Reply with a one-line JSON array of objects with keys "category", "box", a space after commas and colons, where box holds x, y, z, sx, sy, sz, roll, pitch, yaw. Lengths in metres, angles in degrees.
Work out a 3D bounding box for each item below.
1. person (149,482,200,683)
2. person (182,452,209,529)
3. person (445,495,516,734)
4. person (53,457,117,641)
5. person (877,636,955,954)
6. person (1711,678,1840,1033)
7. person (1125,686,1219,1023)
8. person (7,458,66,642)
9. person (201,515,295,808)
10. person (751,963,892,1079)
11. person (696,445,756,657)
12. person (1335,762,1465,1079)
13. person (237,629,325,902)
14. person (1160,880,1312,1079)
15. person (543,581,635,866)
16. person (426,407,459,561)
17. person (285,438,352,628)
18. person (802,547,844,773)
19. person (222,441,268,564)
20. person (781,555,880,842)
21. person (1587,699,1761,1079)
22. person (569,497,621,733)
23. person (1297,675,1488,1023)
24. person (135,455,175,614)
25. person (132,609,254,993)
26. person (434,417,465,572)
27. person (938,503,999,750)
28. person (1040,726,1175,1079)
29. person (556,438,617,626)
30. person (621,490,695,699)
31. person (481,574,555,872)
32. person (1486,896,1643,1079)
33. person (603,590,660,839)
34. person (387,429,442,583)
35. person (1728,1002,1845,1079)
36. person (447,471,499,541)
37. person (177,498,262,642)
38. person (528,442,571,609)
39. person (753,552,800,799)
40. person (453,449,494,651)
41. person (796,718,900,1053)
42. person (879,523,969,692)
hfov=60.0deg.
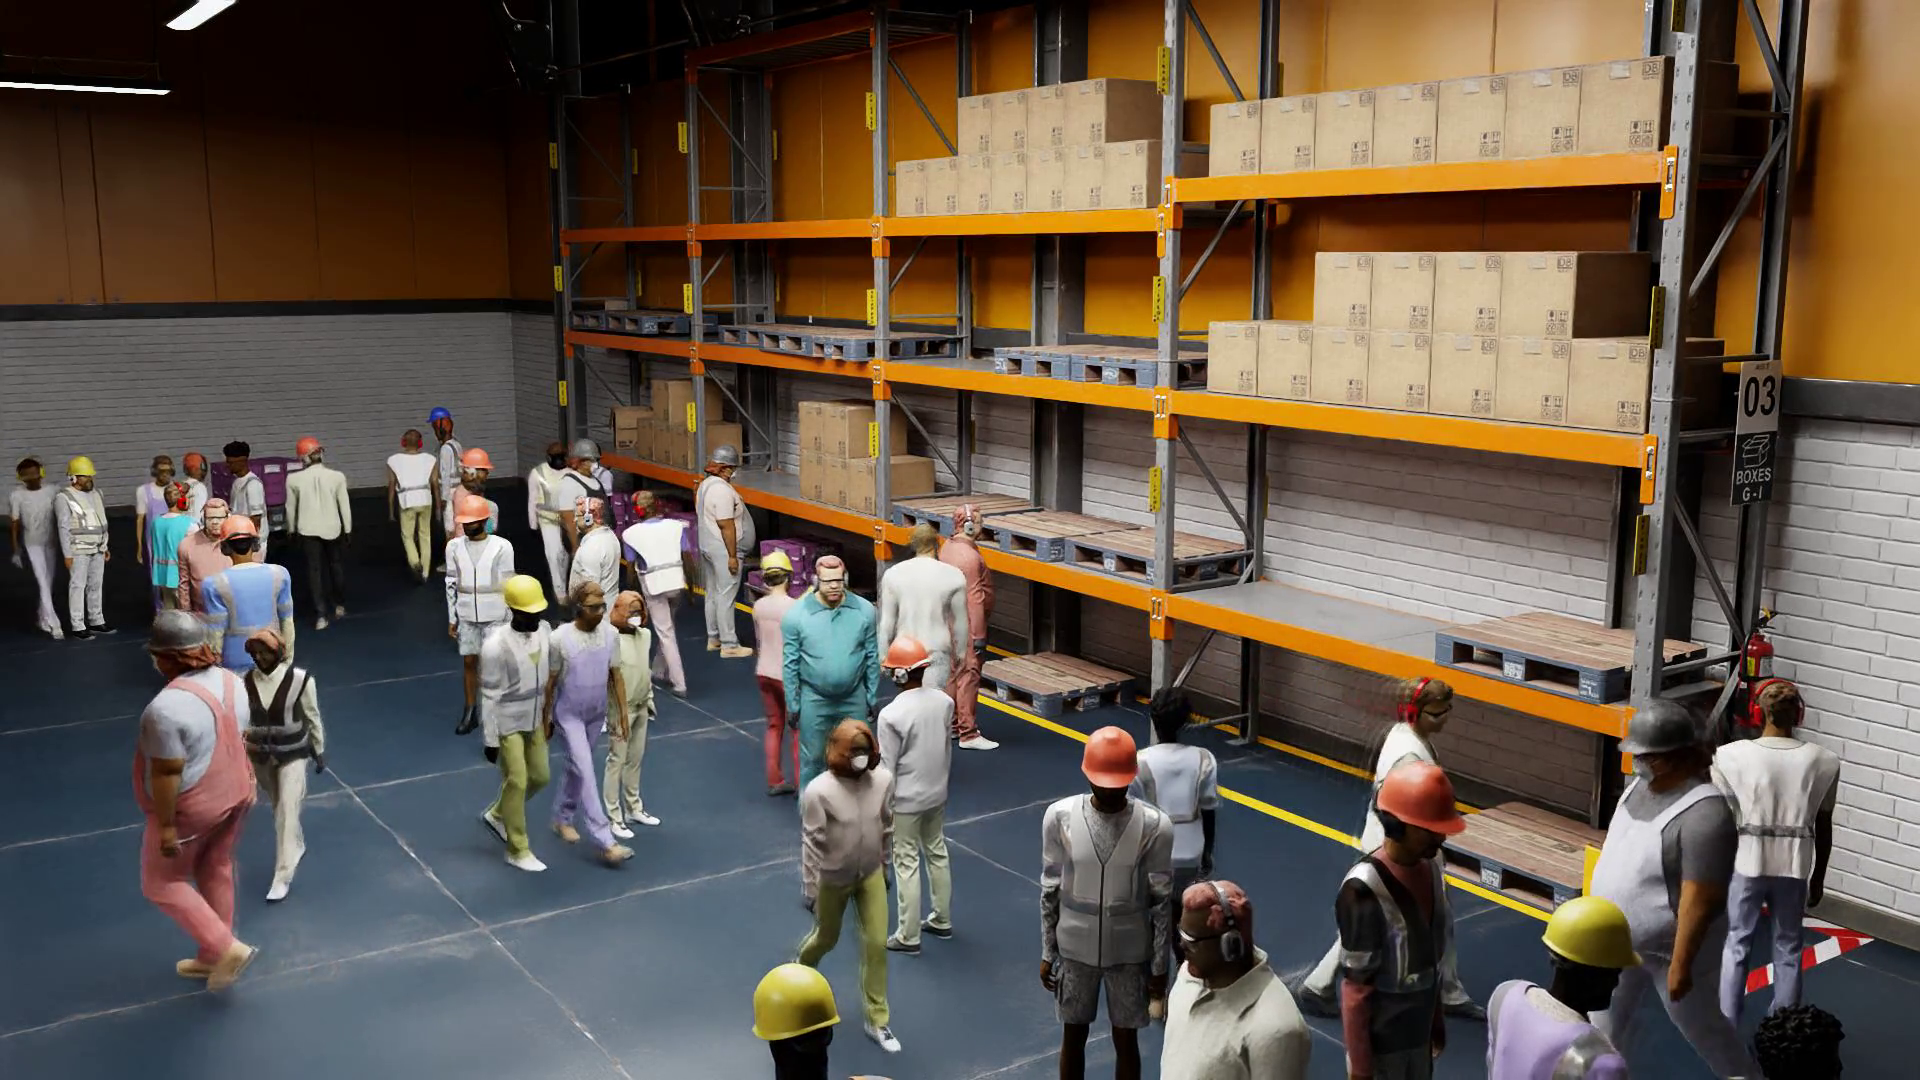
[{"category": "person", "box": [-6.832, 0.413, 14.558, 0.564, 1.847, 0.396, 5, 11, 26]}, {"category": "person", "box": [-7.640, 0.060, 16.652, 0.367, 1.844, 0.764, -7, 12, -37]}, {"category": "person", "box": [-3.810, 0.597, 13.227, 0.549, 1.932, 0.375, 0, 10, 0]}, {"category": "person", "box": [-8.705, 0.077, 16.580, 0.404, 1.829, 0.600, 2, 10, 12]}, {"category": "person", "box": [-0.273, 1.386, 9.159, 0.359, 1.743, 0.566, 8, 12, 39]}, {"category": "person", "box": [3.798, 1.566, 7.831, 0.562, 1.837, 0.388, 1, 10, 9]}, {"category": "person", "box": [1.006, 1.564, 8.306, 0.547, 1.680, 0.376, -4, 10, -21]}, {"category": "person", "box": [-9.165, 0.082, 16.622, 0.958, 1.816, 0.516, 9, 13, 42]}, {"category": "person", "box": [-4.926, 0.836, 11.534, 0.605, 2.033, 0.392, -9, 13, -43]}, {"category": "person", "box": [-0.411, 2.085, 4.543, 0.586, 1.917, 0.380, -8, 12, -39]}, {"category": "person", "box": [-2.222, 0.087, 15.907, 0.536, 2.000, 0.676, -5, 11, -27]}, {"category": "person", "box": [1.598, 1.778, 6.035, 0.410, 2.030, 0.612, 9, 13, 43]}, {"category": "person", "box": [-4.133, 1.309, 10.059, 0.523, 1.585, 0.890, 0, 10, -2]}, {"category": "person", "box": [0.811, 1.981, 5.227, 0.403, 1.897, 0.654, -4, 10, -21]}, {"category": "person", "box": [-2.365, 1.131, 10.528, 0.985, 1.785, 0.517, 9, 14, 44]}, {"category": "person", "box": [-6.448, -0.709, 20.916, 0.435, 1.934, 0.626, -3, 10, -19]}, {"category": "person", "box": [-6.675, -0.095, 17.331, 0.621, 1.921, 1.028, -4, 11, -25]}, {"category": "person", "box": [-1.063, 0.889, 12.280, 0.386, 1.683, 0.582, 4, 10, 20]}, {"category": "person", "box": [-7.256, -0.041, 16.923, 0.396, 1.954, 0.629, -7, 12, -37]}, {"category": "person", "box": [-0.824, 1.033, 10.784, 0.647, 1.899, 0.399, -3, 10, -16]}, {"category": "person", "box": [3.036, 1.596, 7.051, 1.040, 2.000, 0.683, -1, 10, -6]}, {"category": "person", "box": [-2.930, 0.596, 13.343, 0.399, 1.900, 0.644, 0, 10, 3]}, {"category": "person", "box": [2.168, 1.524, 8.201, 0.939, 1.797, 0.559, 4, 10, 20]}, {"category": "person", "box": [-7.948, 0.063, 16.667, 0.554, 1.829, 0.520, -6, 11, -32]}, {"category": "person", "box": [-3.943, 1.337, 8.572, 0.599, 2.000, 0.696, 2, 10, 12]}, {"category": "person", "box": [-6.188, -0.558, 20.185, 0.371, 1.878, 0.588, -1, 10, -4]}, {"category": "person", "box": [0.068, 0.664, 12.902, 0.408, 1.913, 0.641, -4, 10, -20]}, {"category": "person", "box": [0.599, 1.691, 6.848, 0.549, 1.926, 0.388, 2, 10, 10]}, {"category": "person", "box": [-3.683, -0.022, 16.544, 0.538, 2.000, 0.706, 2, 10, 10]}, {"category": "person", "box": [-2.652, 0.461, 14.465, 0.574, 1.779, 0.892, -8, 12, -38]}, {"category": "person", "box": [-2.751, 1.118, 10.286, 0.660, 1.896, 0.630, 5, 11, 25]}, {"category": "person", "box": [1.820, 1.998, 5.069, 0.399, 1.912, 0.596, -3, 10, -17]}, {"category": "person", "box": [-2.174, 1.132, 10.969, 0.283, 1.631, 0.503, 5, 11, 26]}, {"category": "person", "box": [-6.297, -0.370, 19.239, 0.603, 1.816, 0.565, -5, 11, -27]}, {"category": "person", "box": [2.350, 2.148, 4.815, 0.317, 1.695, 0.540, -2, 10, -11]}, {"category": "person", "box": [-4.597, 0.231, 15.839, 0.499, 1.771, 1.030, -5, 11, -26]}, {"category": "person", "box": [-5.903, 0.604, 13.314, 0.642, 1.901, 0.397, -2, 10, -13]}, {"category": "person", "box": [-4.308, -0.163, 18.081, 0.653, 1.792, 0.917, -6, 11, -32]}, {"category": "person", "box": [-1.232, 0.961, 11.675, 0.564, 1.736, 0.381, 8, 13, 41]}, {"category": "person", "box": [-4.638, 0.107, 15.964, 0.437, 1.977, 0.645, 0, 10, -1]}, {"category": "person", "box": [-0.570, 1.628, 8.146, 0.510, 1.609, 0.763, -6, 11, -32]}, {"category": "person", "box": [-0.274, 0.822, 12.113, 0.647, 1.877, 1.005, 3, 10, 15]}]
